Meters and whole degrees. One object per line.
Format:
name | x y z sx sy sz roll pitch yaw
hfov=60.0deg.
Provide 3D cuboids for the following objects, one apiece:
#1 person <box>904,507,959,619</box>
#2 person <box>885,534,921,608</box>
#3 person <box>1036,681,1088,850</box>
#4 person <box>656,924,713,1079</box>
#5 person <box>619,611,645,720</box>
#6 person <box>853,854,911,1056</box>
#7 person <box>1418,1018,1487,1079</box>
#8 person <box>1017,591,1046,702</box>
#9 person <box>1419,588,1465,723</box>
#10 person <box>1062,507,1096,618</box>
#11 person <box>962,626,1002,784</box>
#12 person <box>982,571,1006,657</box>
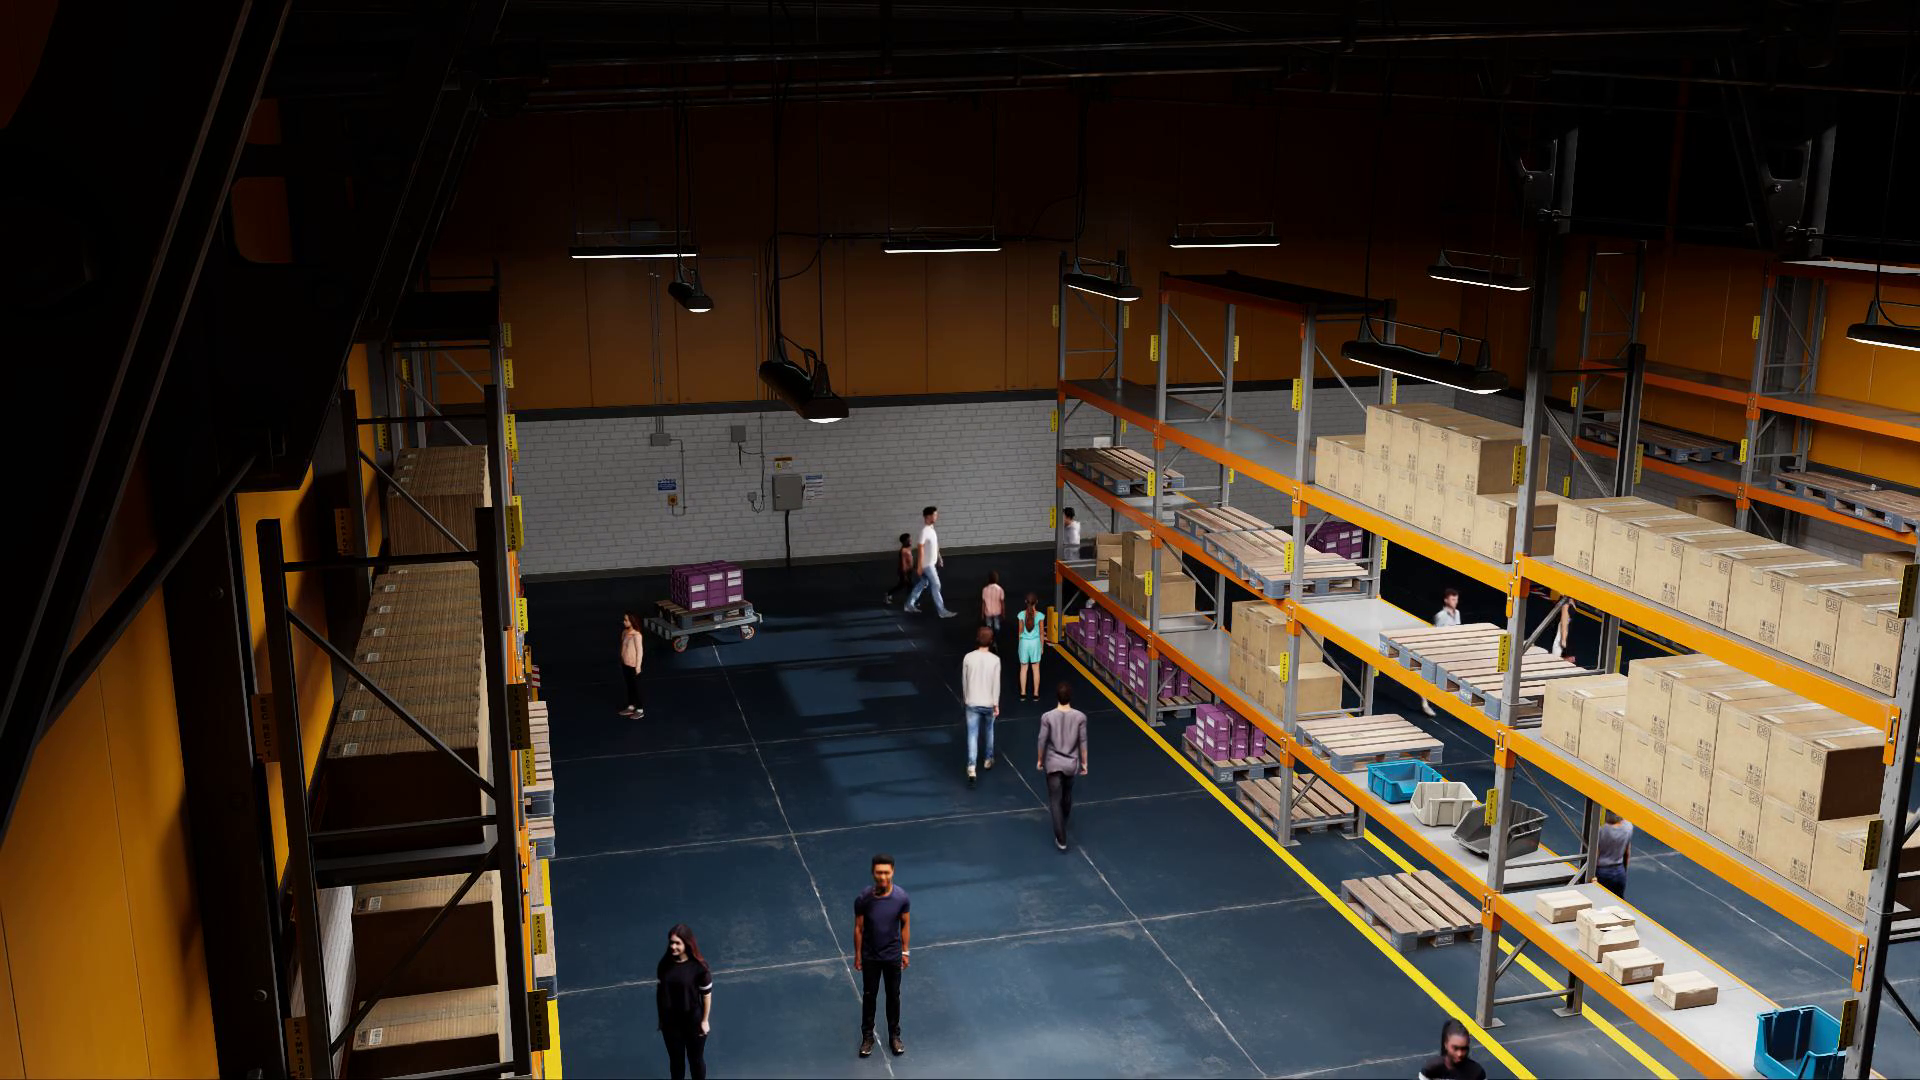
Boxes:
person | -0.610 0.383 27.003 1.076 1.804 1.209 3 14 14
person | -0.973 0.513 27.671 0.868 1.237 0.866 5 15 20
person | 1.125 2.499 18.262 0.822 1.805 1.192 -1 14 -6
person | -2.191 3.803 13.229 0.700 1.639 0.718 3 14 11
person | -4.414 1.666 22.385 0.607 1.484 0.709 13 19 42
person | -0.663 3.501 14.141 0.673 1.797 0.578 -1 14 -6
person | 3.398 4.148 11.672 0.845 1.702 1.114 1 14 2
person | 0.974 1.459 23.083 0.608 1.558 0.618 1 14 4
person | 6.420 1.528 22.271 0.943 1.805 1.257 -9 17 -34
person | 1.848 0.399 26.719 0.732 1.907 0.944 -4 14 -16
person | 0.234 2.024 20.113 0.939 1.857 1.295 1 14 5
person | 0.495 1.117 25.059 0.690 1.292 0.893 1 14 5
